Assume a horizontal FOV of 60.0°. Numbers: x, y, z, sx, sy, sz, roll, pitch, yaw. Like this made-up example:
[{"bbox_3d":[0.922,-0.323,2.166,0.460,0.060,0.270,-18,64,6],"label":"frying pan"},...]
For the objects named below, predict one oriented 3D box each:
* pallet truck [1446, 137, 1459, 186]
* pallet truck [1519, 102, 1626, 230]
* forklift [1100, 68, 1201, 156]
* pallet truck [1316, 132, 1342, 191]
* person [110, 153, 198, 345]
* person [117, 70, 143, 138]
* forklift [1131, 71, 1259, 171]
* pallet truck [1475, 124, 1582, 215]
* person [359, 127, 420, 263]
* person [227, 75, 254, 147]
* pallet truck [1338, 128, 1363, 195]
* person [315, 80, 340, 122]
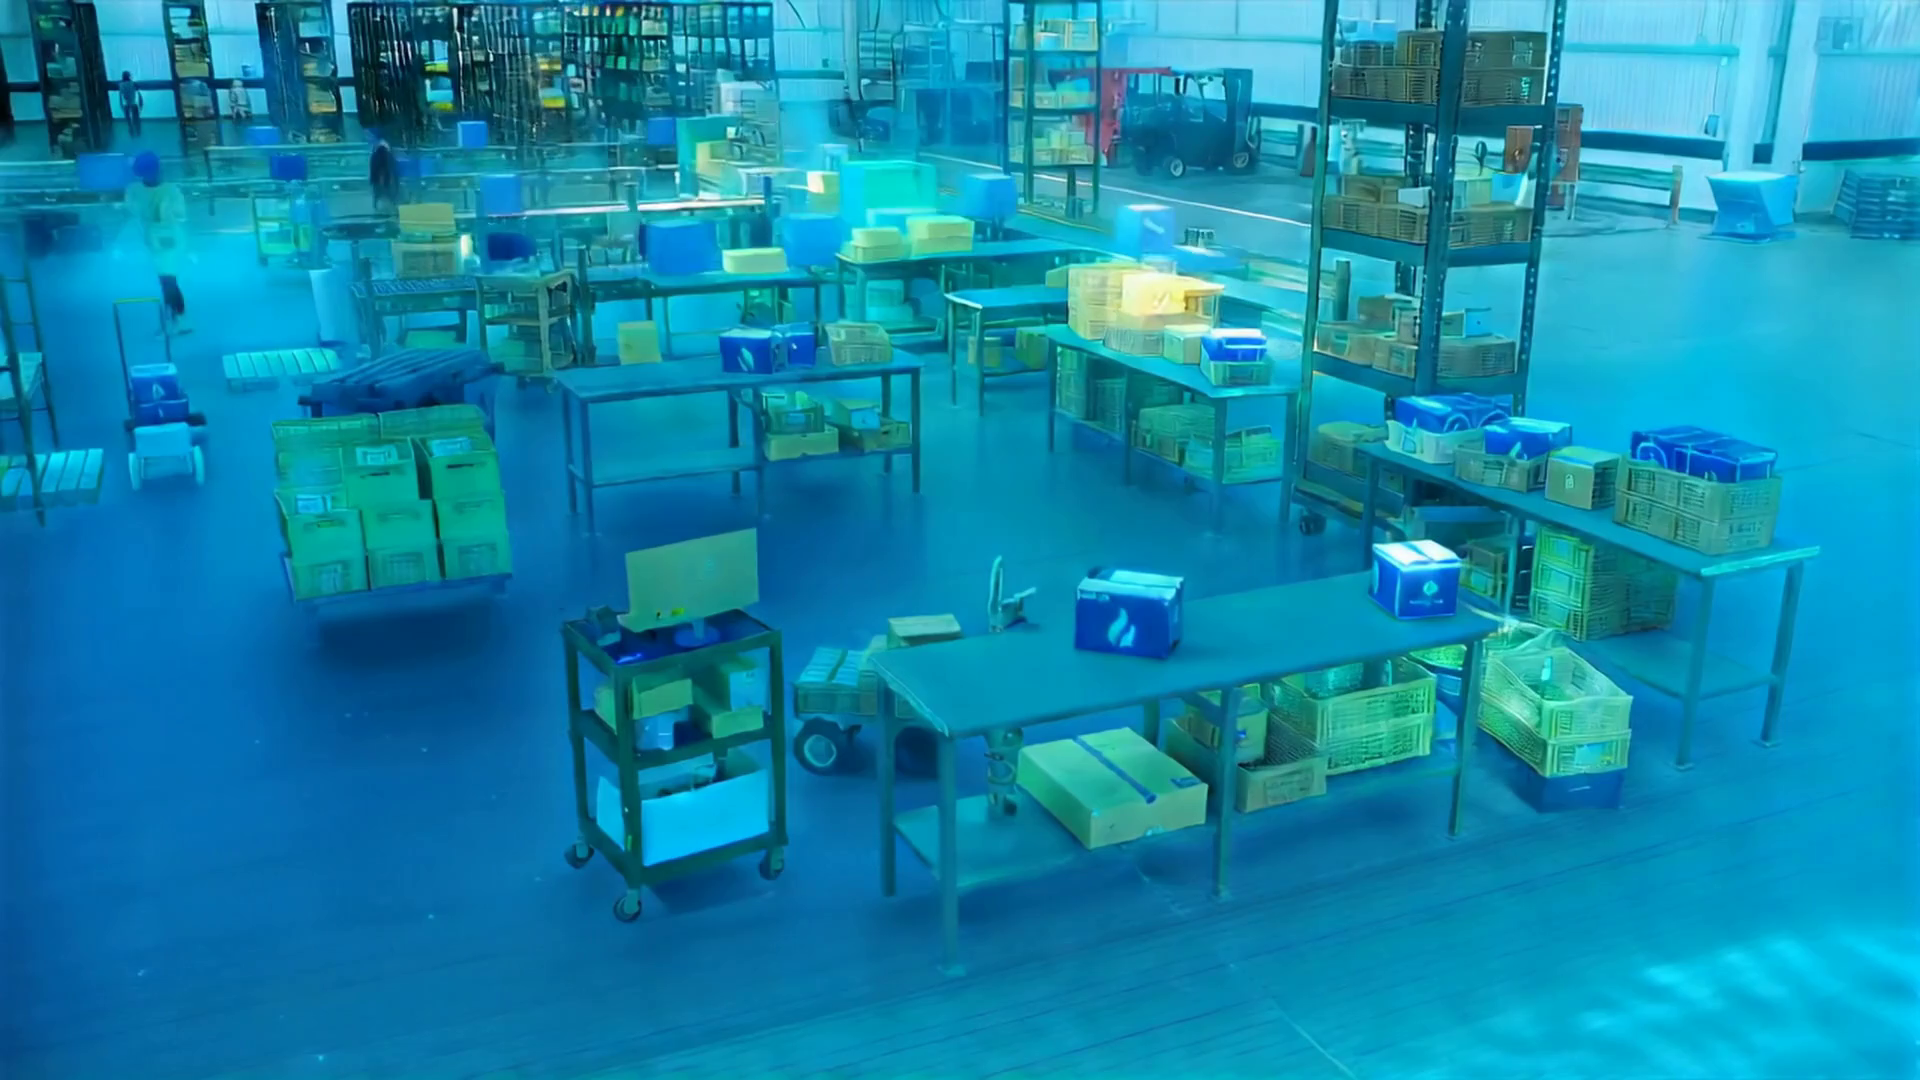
[{"bbox_3d":[9.184,-6.485,29.328,1.630,1.274,0.653,-8,19,-23],"label":"pallet truck"},{"bbox_3d":[9.972,-6.037,26.785,1.885,1.965,0.823,-9,20,-25],"label":"pallet truck"},{"bbox_3d":[4.082,-9.564,37.410,2.680,1.987,1.157,-8,19,-23],"label":"forklift"},{"bbox_3d":[7.723,-7.504,32.656,1.601,1.201,0.680,-8,19,-23],"label":"pallet truck"},{"bbox_3d":[-8.475,-3.063,17.458,0.781,1.961,0.978,5,18,15],"label":"person"},{"bbox_3d":[-22.927,-12.037,45.964,0.594,1.826,0.456,-8,19,-24],"label":"person"},{"bbox_3d":[4.998,-8.936,35.413,2.680,1.987,1.157,-9,20,-25],"label":"forklift"},{"bbox_3d":[9.707,-6.455,28.103,1.885,1.965,0.823,-7,19,-20],"label":"pallet truck"},{"bbox_3d":[-7.993,-4.761,23.024,0.826,1.848,0.665,-10,20,-29],"label":"person"},{"bbox_3d":[-18.290,-10.894,42.353,0.594,1.832,0.403,-17,24,-42],"label":"person"},{"bbox_3d":[7.845,-7.140,31.411,1.522,1.261,0.704,-9,20,-25],"label":"pallet truck"},{"bbox_3d":[-16.914,-11.598,44.442,0.659,1.918,1.047,-1,18,-3],"label":"person"}]
